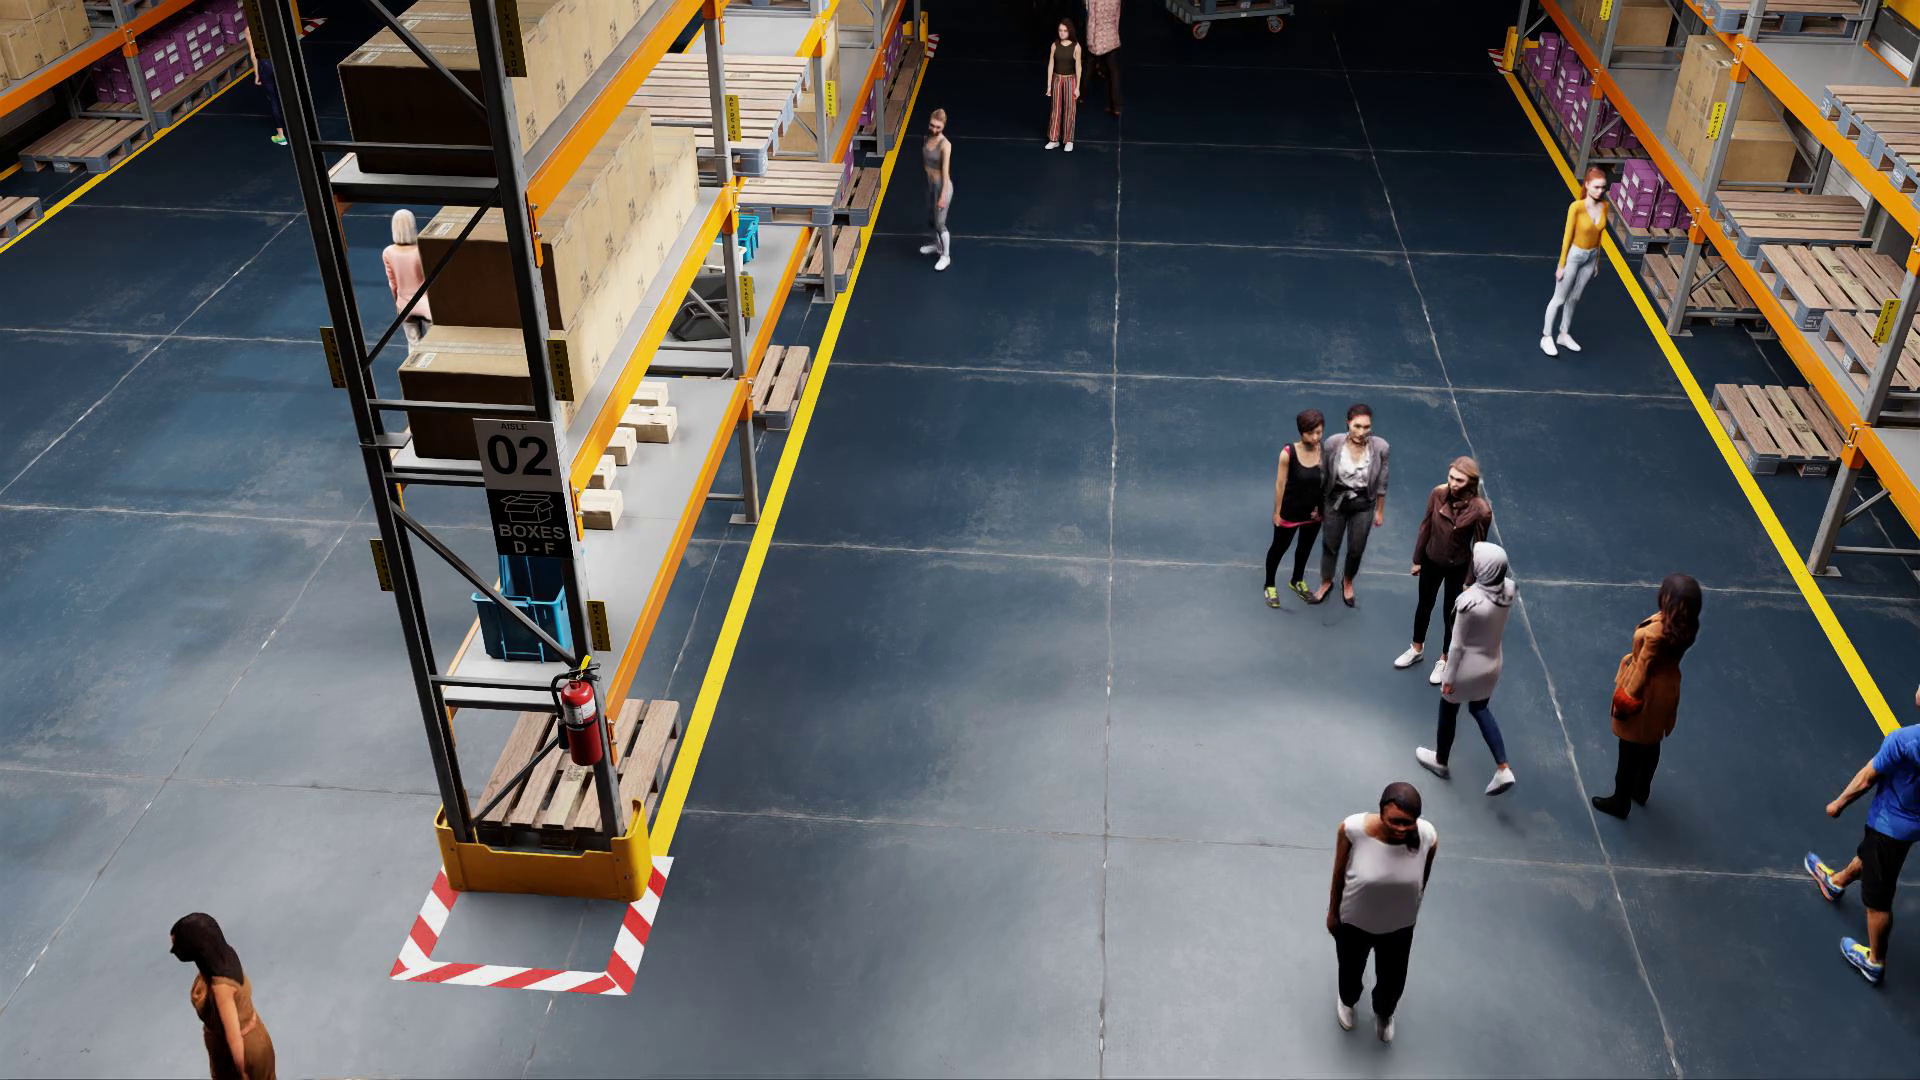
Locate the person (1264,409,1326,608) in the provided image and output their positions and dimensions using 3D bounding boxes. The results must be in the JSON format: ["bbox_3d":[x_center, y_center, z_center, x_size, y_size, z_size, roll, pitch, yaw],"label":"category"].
[{"bbox_3d":[2.416,-0.246,11.826,0.614,1.552,0.614,-10,35,-15],"label":"person"}]

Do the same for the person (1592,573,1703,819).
[{"bbox_3d":[4.104,0.925,9.913,0.782,1.720,0.825,-22,39,-29],"label":"person"}]

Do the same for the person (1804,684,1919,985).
[{"bbox_3d":[5.034,1.589,8.818,0.882,1.826,1.171,-10,35,-14],"label":"person"}]

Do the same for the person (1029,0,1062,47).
[{"bbox_3d":[1.116,-7.697,22.708,0.955,1.914,1.178,-9,35,-14],"label":"person"}]

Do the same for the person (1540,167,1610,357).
[{"bbox_3d":[5.600,-2.528,15.081,0.670,1.749,0.663,-11,35,-16],"label":"person"}]

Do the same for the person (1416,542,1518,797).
[{"bbox_3d":[3.158,0.809,10.047,0.899,1.764,1.056,-14,36,-20],"label":"person"}]

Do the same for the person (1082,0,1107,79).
[{"bbox_3d":[1.769,-6.904,21.733,0.786,1.673,0.848,-26,42,-33],"label":"person"}]

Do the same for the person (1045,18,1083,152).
[{"bbox_3d":[1.223,-5.342,19.484,0.609,1.561,0.587,12,35,17],"label":"person"}]

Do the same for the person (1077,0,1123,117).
[{"bbox_3d":[1.802,-6.068,20.397,1.129,1.761,1.286,-17,37,-24],"label":"person"}]

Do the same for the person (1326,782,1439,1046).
[{"bbox_3d":[2.138,1.853,8.558,0.662,1.673,0.633,6,34,8],"label":"person"}]

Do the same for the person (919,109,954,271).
[{"bbox_3d":[-0.199,-3.514,16.633,0.887,1.674,0.802,-12,36,-18],"label":"person"}]

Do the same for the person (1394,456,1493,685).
[{"bbox_3d":[3.238,0.180,11.048,0.668,1.704,0.698,28,42,35],"label":"person"}]

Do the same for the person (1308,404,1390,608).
[{"bbox_3d":[2.726,-0.242,11.712,0.686,1.671,0.626,7,34,10],"label":"person"}]

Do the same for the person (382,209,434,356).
[{"bbox_3d":[-4.669,-2.023,14.344,0.606,1.725,0.526,0,34,1],"label":"person"}]

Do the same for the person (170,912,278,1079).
[{"bbox_3d":[-3.296,2.361,7.797,0.905,1.672,0.868,-21,39,-28],"label":"person"}]

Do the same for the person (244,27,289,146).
[{"bbox_3d":[-8.123,-5.551,19.671,0.667,1.702,0.733,-27,42,-34],"label":"person"}]
